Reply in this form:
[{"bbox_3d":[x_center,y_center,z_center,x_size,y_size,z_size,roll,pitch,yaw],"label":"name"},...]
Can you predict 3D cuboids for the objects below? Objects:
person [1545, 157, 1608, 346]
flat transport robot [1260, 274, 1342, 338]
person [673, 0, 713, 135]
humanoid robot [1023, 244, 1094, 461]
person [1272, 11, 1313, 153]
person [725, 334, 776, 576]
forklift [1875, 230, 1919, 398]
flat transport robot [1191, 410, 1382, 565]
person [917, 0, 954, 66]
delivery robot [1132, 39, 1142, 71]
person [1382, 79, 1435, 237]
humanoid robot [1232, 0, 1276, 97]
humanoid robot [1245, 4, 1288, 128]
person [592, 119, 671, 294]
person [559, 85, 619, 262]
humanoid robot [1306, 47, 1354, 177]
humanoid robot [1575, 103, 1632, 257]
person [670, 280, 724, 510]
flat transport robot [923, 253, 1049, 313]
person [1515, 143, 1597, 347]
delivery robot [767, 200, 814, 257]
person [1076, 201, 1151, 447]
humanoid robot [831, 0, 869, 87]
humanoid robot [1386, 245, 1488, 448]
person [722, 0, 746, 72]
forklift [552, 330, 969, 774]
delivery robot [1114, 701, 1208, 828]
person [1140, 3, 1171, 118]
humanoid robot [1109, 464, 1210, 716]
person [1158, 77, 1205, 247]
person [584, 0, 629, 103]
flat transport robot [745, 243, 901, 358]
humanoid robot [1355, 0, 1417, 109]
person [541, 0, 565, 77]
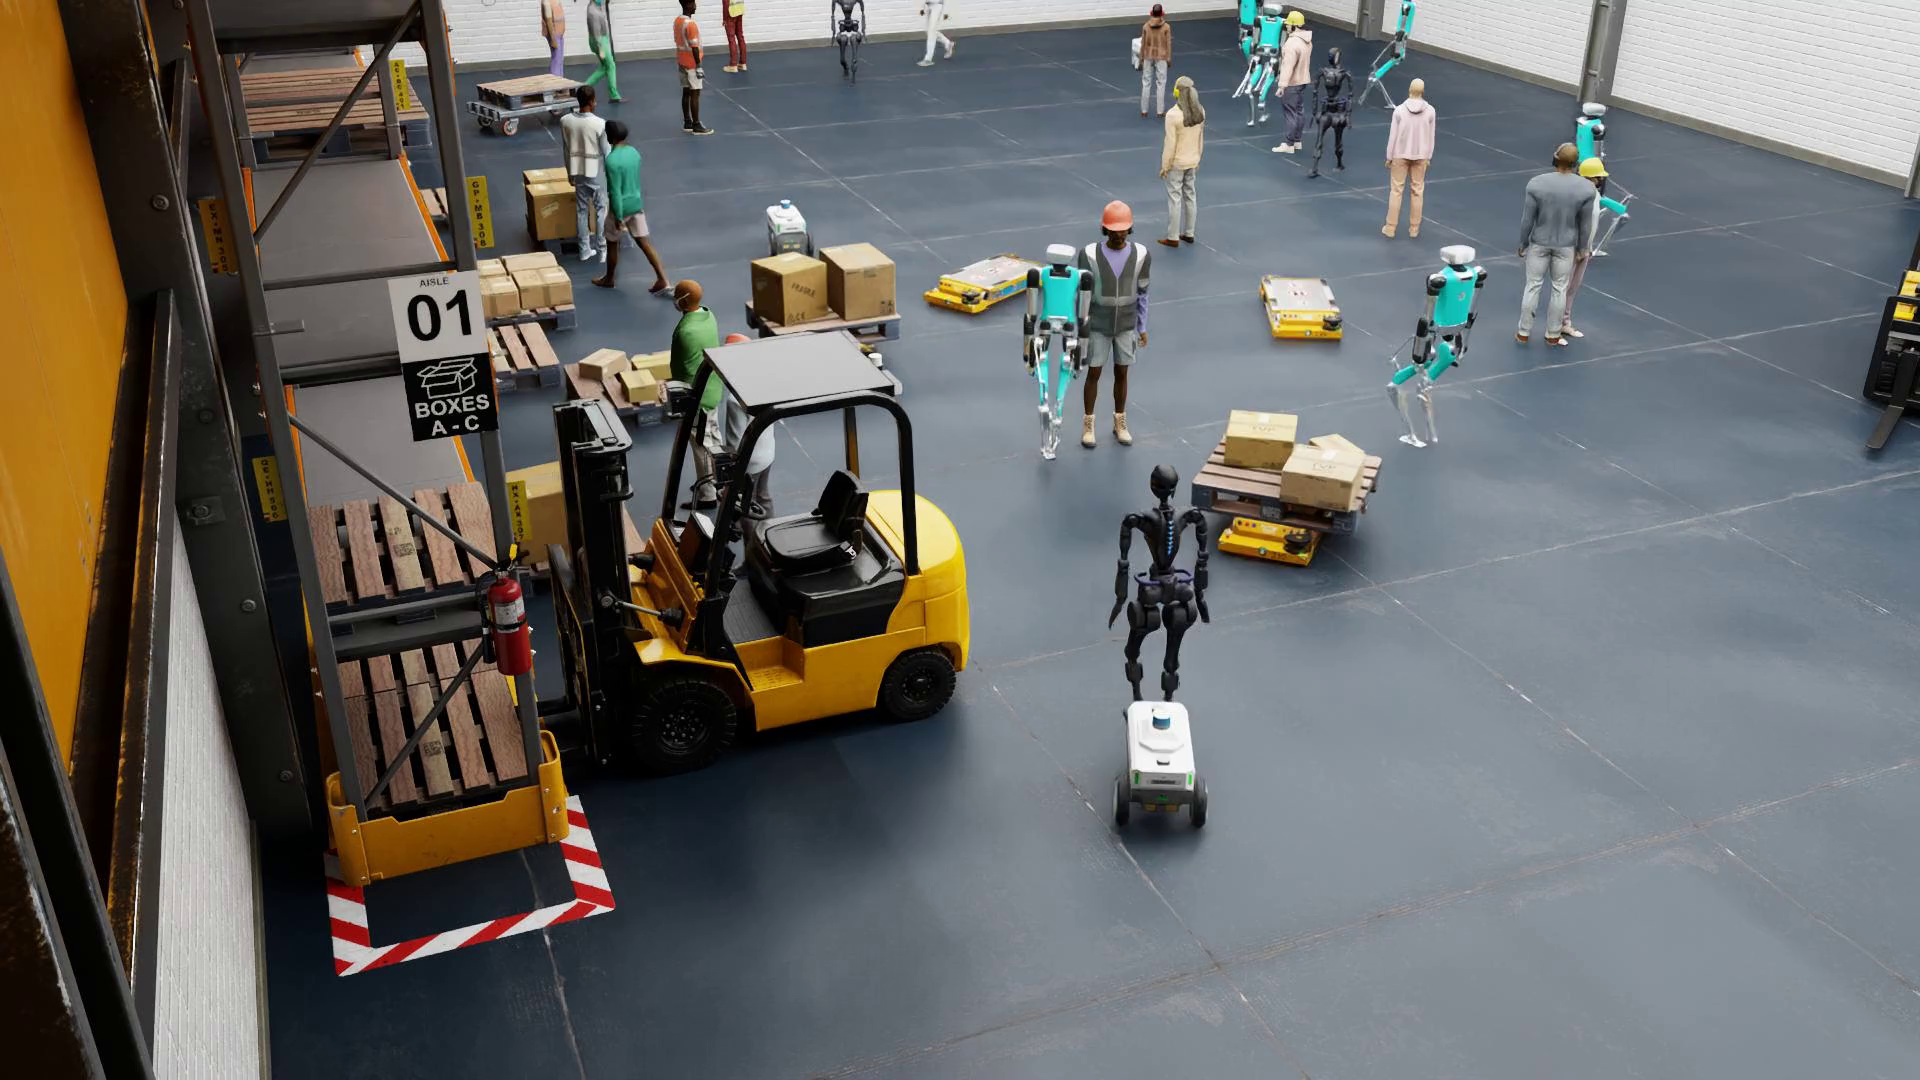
[{"bbox_3d":[5.856,-2.743,15.771,0.532,1.772,0.295,-24,35,-39],"label":"person"},{"bbox_3d":[3.397,-2.337,16.637,0.659,0.231,1.431,2,27,3],"label":"flat transport robot"},{"bbox_3d":[-3.799,-6.737,23.500,0.368,1.966,0.602,-17,31,-30],"label":"person"},{"bbox_3d":[0.752,-1.378,13.114,0.542,1.768,0.884,2,27,4],"label":"humanoid robot"},{"bbox_3d":[4.542,-6.206,22.574,0.435,1.852,0.792,15,30,27],"label":"person"},{"bbox_3d":[-1.469,-0.590,11.523,0.345,1.740,0.572,9,28,17],"label":"person"},{"bbox_3d":[9.029,-2.397,14.618,1.214,2.155,2.313,18,32,32],"label":"forklift"},{"bbox_3d":[2.434,-0.236,12.457,0.659,0.231,1.431,11,29,21],"label":"flat transport robot"},{"bbox_3d":[-0.405,-9.000,28.122,0.784,1.862,0.580,-20,33,-34],"label":"person"},{"bbox_3d":[3.158,-8.223,28.029,0.499,0.598,0.777,-5,27,-10],"label":"delivery robot"},{"bbox_3d":[5.109,-4.330,18.912,0.525,1.784,0.404,2,27,3],"label":"person"},{"bbox_3d":[4.629,-7.747,25.795,0.827,1.803,0.540,-17,31,-30],"label":"humanoid robot"},{"bbox_3d":[4.318,-6.694,23.704,0.558,1.751,1.033,11,29,20],"label":"humanoid robot"},{"bbox_3d":[-3.416,-3.419,17.082,0.972,1.803,0.516,15,30,27],"label":"person"},{"bbox_3d":[-4.011,-3.959,18.044,0.595,1.908,0.408,9,28,17],"label":"person"},{"bbox_3d":[4.812,-5.506,21.434,0.606,1.632,0.786,19,32,32],"label":"humanoid robot"},{"bbox_3d":[6.906,-3.834,17.981,0.935,1.757,0.545,-3,27,-6],"label":"humanoid robot"},{"bbox_3d":[-1.966,-1.091,12.473,0.383,1.784,0.536,3,27,6],"label":"person"},{"bbox_3d":[0.326,-2.682,17.321,0.659,0.231,1.431,20,33,34],"label":"flat transport robot"},{"bbox_3d":[5.573,-2.768,15.634,0.634,1.939,0.361,9,28,16],"label":"person"},{"bbox_3d":[-1.933,-3.480,18.602,0.499,0.605,0.781,-7,28,-13],"label":"delivery robot"},{"bbox_3d":[1.238,-1.744,13.485,0.604,2.043,0.372,-3,27,-7],"label":"person"},{"bbox_3d":[-1.754,-8.153,26.654,0.602,1.644,0.555,1,27,1],"label":"humanoid robot"},{"bbox_3d":[3.799,-1.569,13.494,0.530,1.791,0.709,-11,29,-21],"label":"humanoid robot"},{"bbox_3d":[-3.751,-8.671,27.567,0.378,1.769,0.468,19,32,32],"label":"person"},{"bbox_3d":[-1.094,0.010,9.831,2.313,2.155,1.214,-10,28,-20],"label":"forklift"},{"bbox_3d":[1.107,1.233,9.235,0.499,0.611,0.814,1,27,3],"label":"delivery robot"},{"bbox_3d":[2.868,-7.049,24.476,0.462,1.648,0.327,7,28,14],"label":"person"},{"bbox_3d":[1.180,0.344,9.740,0.612,1.639,0.379,-6,27,-11],"label":"humanoid robot"},{"bbox_3d":[2.486,-4.216,18.588,0.565,1.874,0.391,-18,32,-32],"label":"person"},{"bbox_3d":[-5.447,-7.542,25.262,0.625,1.812,0.533,-6,27,-12],"label":"person"},{"bbox_3d":[-1.305,-1.878,15.723,0.659,0.231,1.431,-11,29,-21],"label":"flat transport robot"},{"bbox_3d":[6.352,-7.357,25.049,0.862,1.830,0.550,11,29,21],"label":"humanoid robot"},{"bbox_3d":[-6.255,-7.768,25.683,0.378,1.844,0.568,0,27,0],"label":"person"}]
